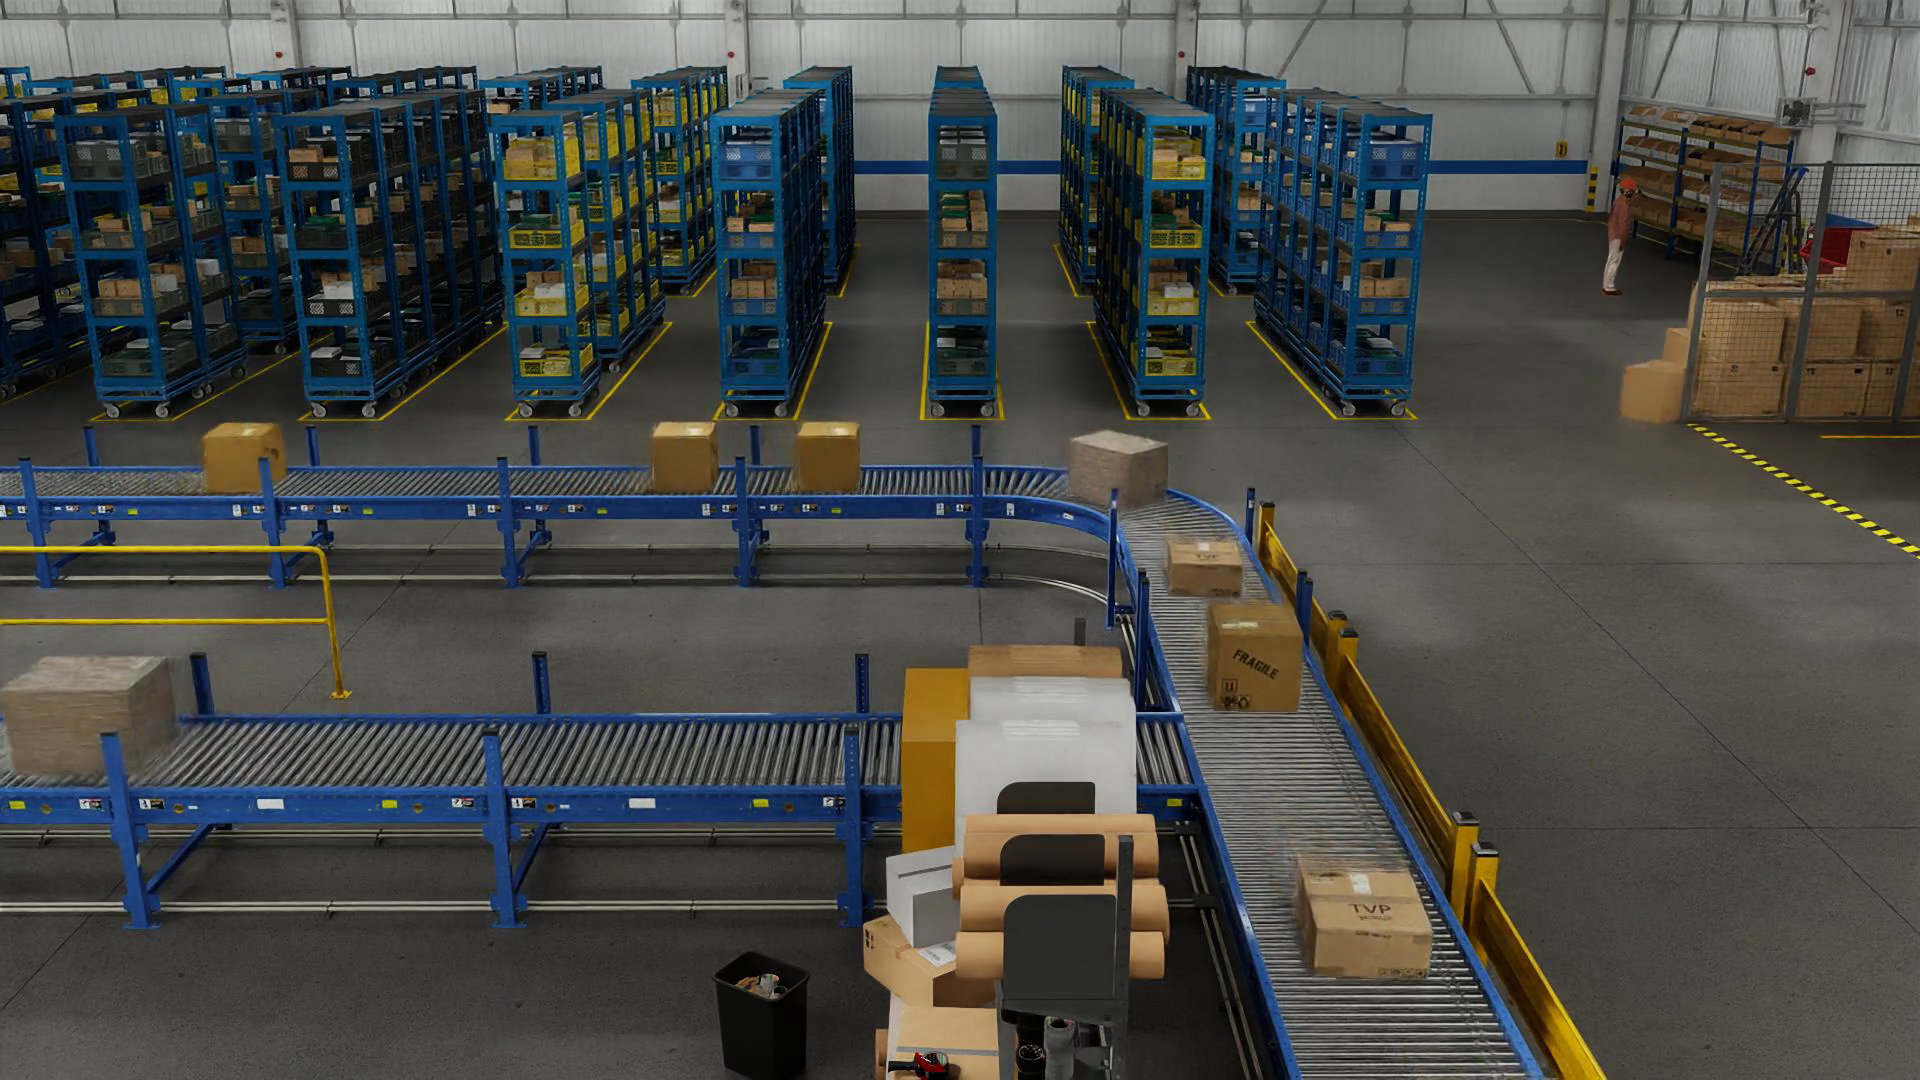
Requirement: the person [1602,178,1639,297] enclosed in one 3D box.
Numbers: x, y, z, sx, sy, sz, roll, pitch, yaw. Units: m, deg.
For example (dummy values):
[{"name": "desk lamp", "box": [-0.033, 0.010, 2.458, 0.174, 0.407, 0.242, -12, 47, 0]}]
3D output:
[{"name": "person", "box": [11.219, -5.139, 28.270, 0.401, 1.987, 0.608, 2, 18, 7]}]
